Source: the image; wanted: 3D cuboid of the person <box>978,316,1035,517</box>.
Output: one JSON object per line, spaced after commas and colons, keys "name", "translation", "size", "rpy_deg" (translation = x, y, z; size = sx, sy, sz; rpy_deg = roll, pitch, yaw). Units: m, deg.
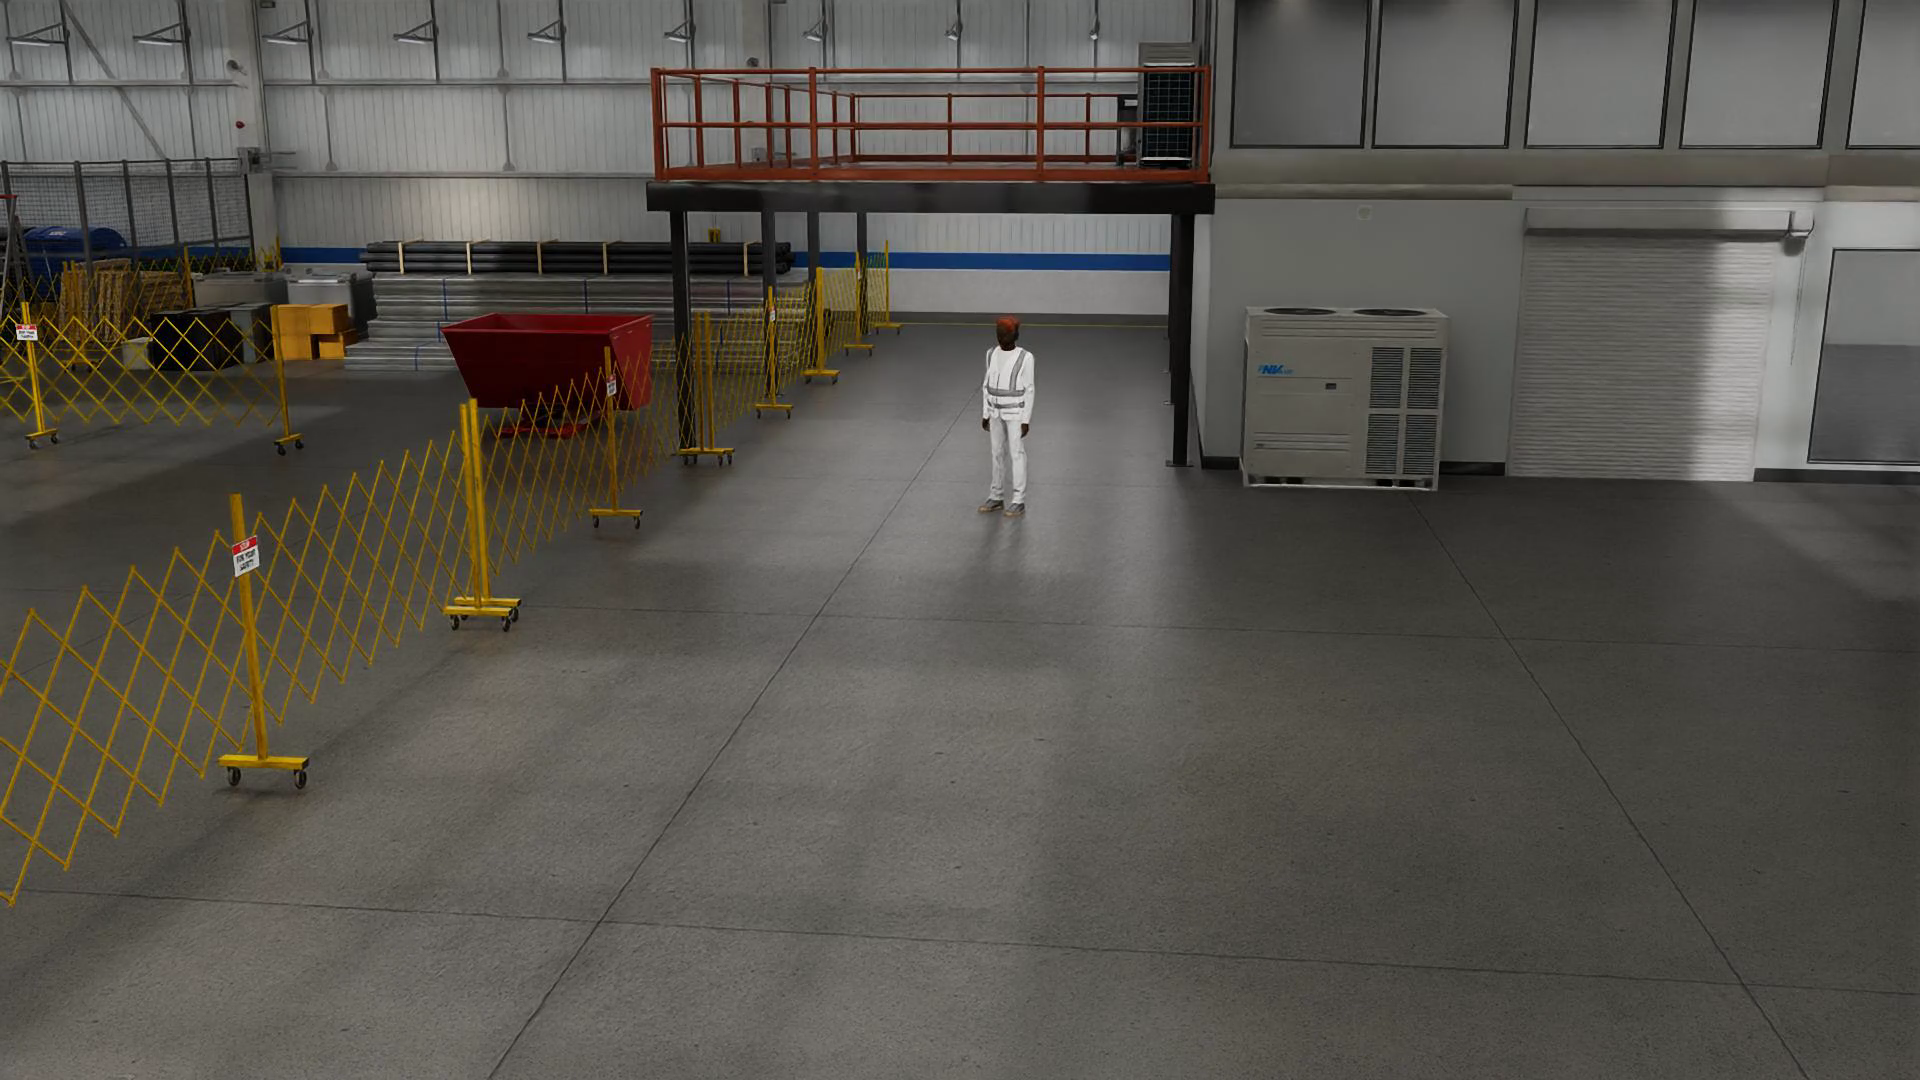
{"name": "person", "translation": [0.436, -1.165, 15.631], "size": [0.574, 1.884, 0.356], "rpy_deg": [11, 18, 39]}
